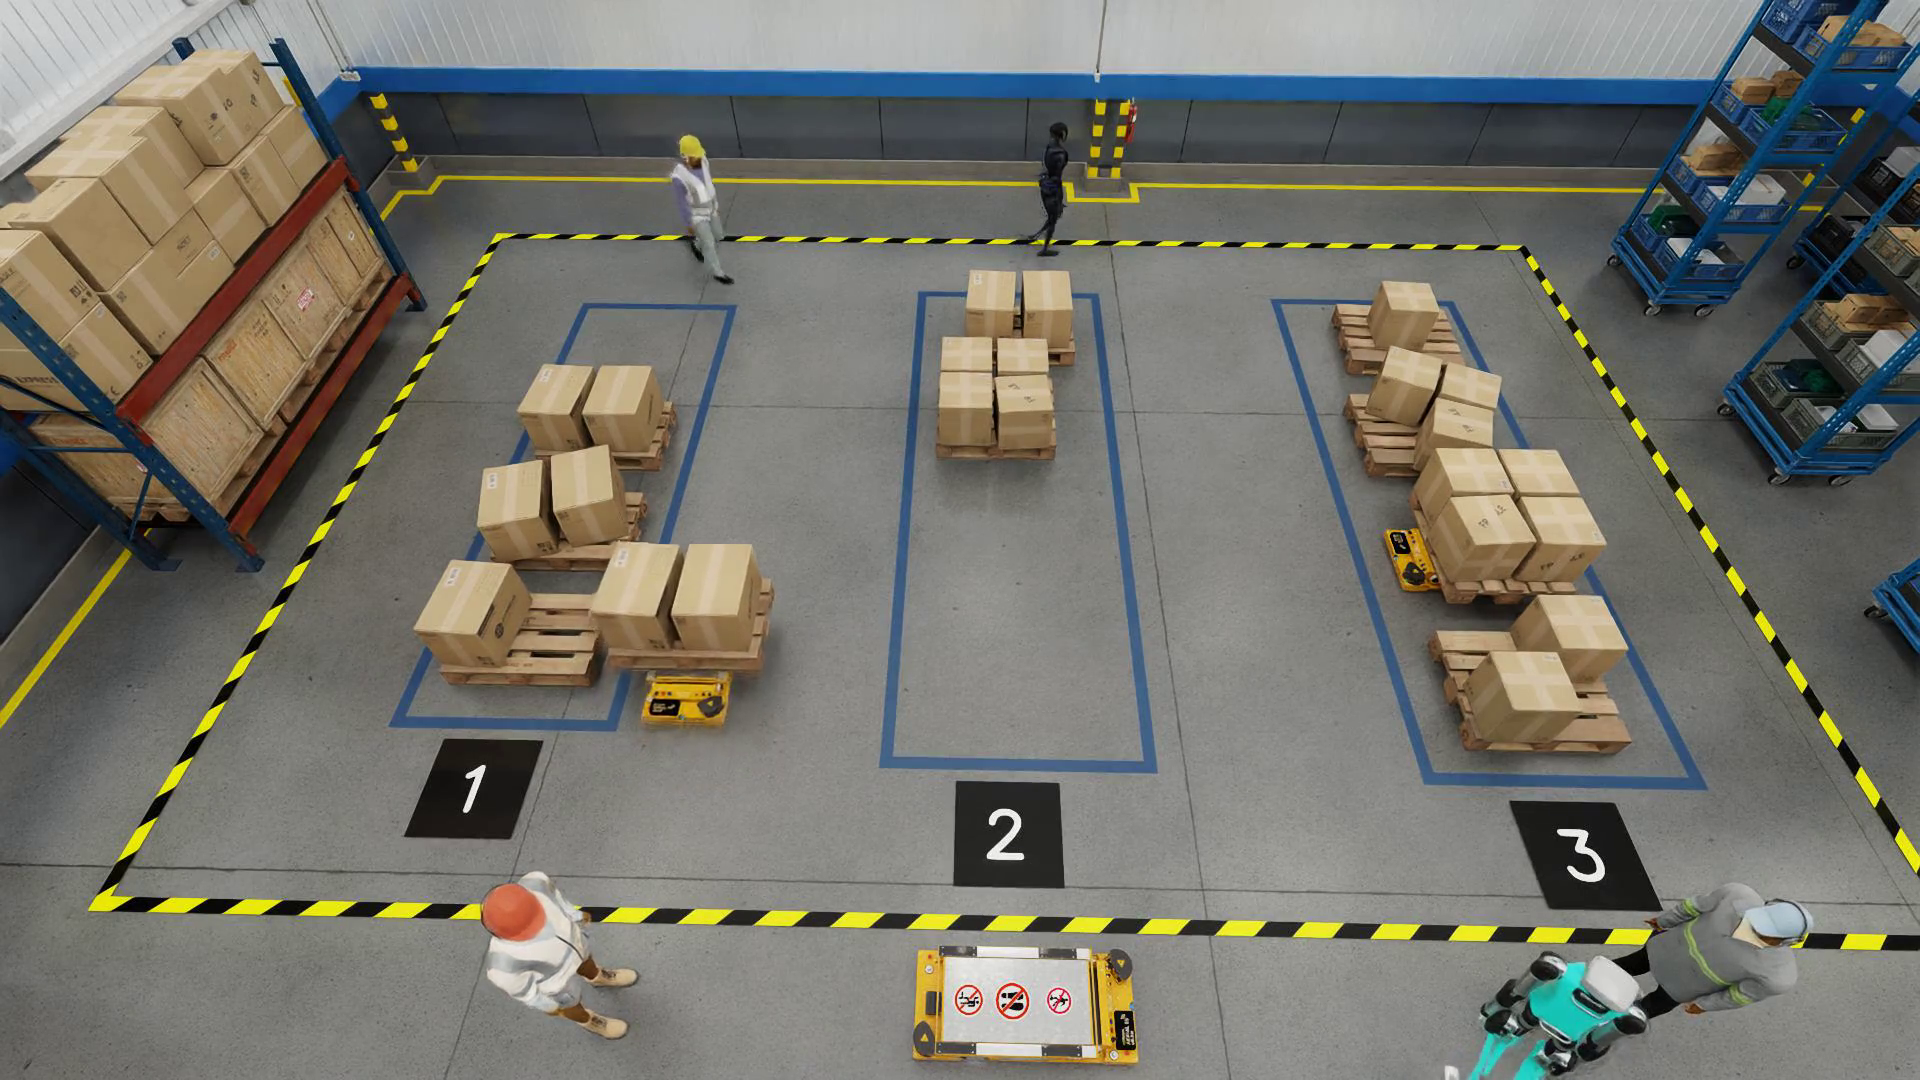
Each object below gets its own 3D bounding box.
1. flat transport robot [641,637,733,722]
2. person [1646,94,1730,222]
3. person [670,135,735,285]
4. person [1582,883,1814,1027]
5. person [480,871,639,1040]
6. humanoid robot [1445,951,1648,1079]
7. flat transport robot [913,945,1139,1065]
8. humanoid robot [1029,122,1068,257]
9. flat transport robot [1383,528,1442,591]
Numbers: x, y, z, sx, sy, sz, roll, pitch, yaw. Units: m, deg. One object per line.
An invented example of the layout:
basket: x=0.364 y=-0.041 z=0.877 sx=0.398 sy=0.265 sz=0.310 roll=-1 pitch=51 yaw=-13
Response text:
flat transport robot: x=-2.214 y=0.855 z=7.771 sx=0.652 sy=0.197 sz=1.431 roll=1 pitch=51 yaw=1
person: x=8.836 y=-4.492 z=11.120 sx=0.336 sy=1.864 sz=0.517 roll=2 pitch=51 yaw=2
person: x=-3.039 y=-3.831 z=10.616 sx=0.609 sy=1.806 sz=0.591 roll=21 pitch=54 yaw=16
person: x=4.324 y=2.492 z=5.433 sx=0.372 sy=1.853 sz=0.589 roll=-1 pitch=51 yaw=-1
person: x=-2.320 y=2.435 z=5.362 sx=0.399 sy=2.036 sz=0.607 roll=1 pitch=51 yaw=1
humanoid robot: x=3.142 y=2.941 z=5.146 sx=0.551 sy=1.769 sz=0.801 roll=31 pitch=57 yaw=23
flat transport robot: x=0.422 y=3.041 z=6.007 sx=1.431 sy=0.231 sz=0.659 roll=1 pitch=51 yaw=1
humanoid robot: x=1.080 y=-4.164 z=10.964 sx=0.407 sy=1.648 sz=0.600 roll=-6 pitch=51 yaw=-5
flat transport robot: x=4.689 y=0.155 z=8.342 sx=1.431 sy=0.197 sz=0.652 roll=1 pitch=51 yaw=1
